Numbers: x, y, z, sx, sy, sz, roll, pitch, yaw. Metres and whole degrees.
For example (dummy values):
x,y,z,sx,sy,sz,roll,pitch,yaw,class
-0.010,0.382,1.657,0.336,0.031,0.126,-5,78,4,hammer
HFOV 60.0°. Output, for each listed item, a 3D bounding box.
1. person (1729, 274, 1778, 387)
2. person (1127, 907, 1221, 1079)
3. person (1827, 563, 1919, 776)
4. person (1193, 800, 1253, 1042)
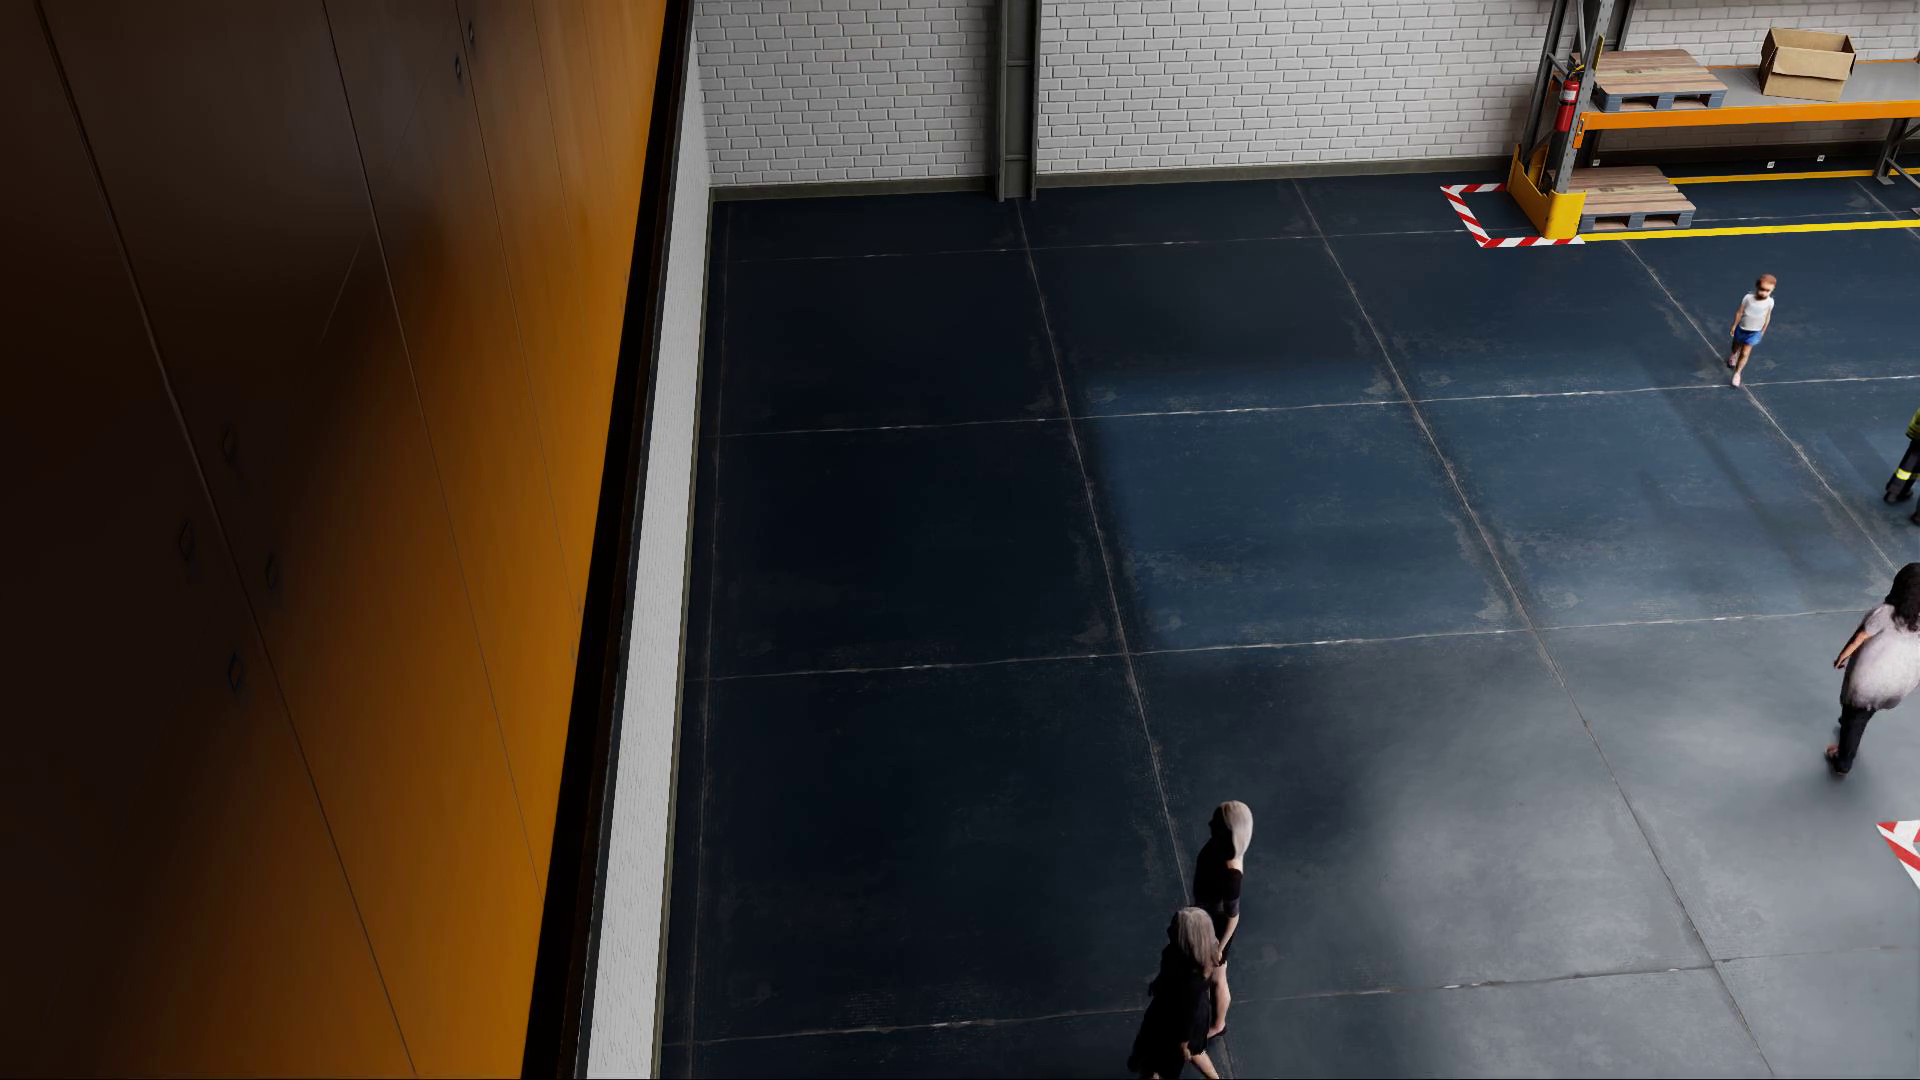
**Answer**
x,y,z,sx,sy,sz,roll,pitch,yaw,class
6.894,-1.881,14.524,0.706,1.005,0.709,20,43,23,person
1.191,2.445,8.529,0.983,1.727,0.747,5,39,6,person
5.897,0.877,10.599,0.770,1.593,0.764,2,39,3,person
1.379,2.049,8.942,0.529,1.829,0.607,0,39,0,person
